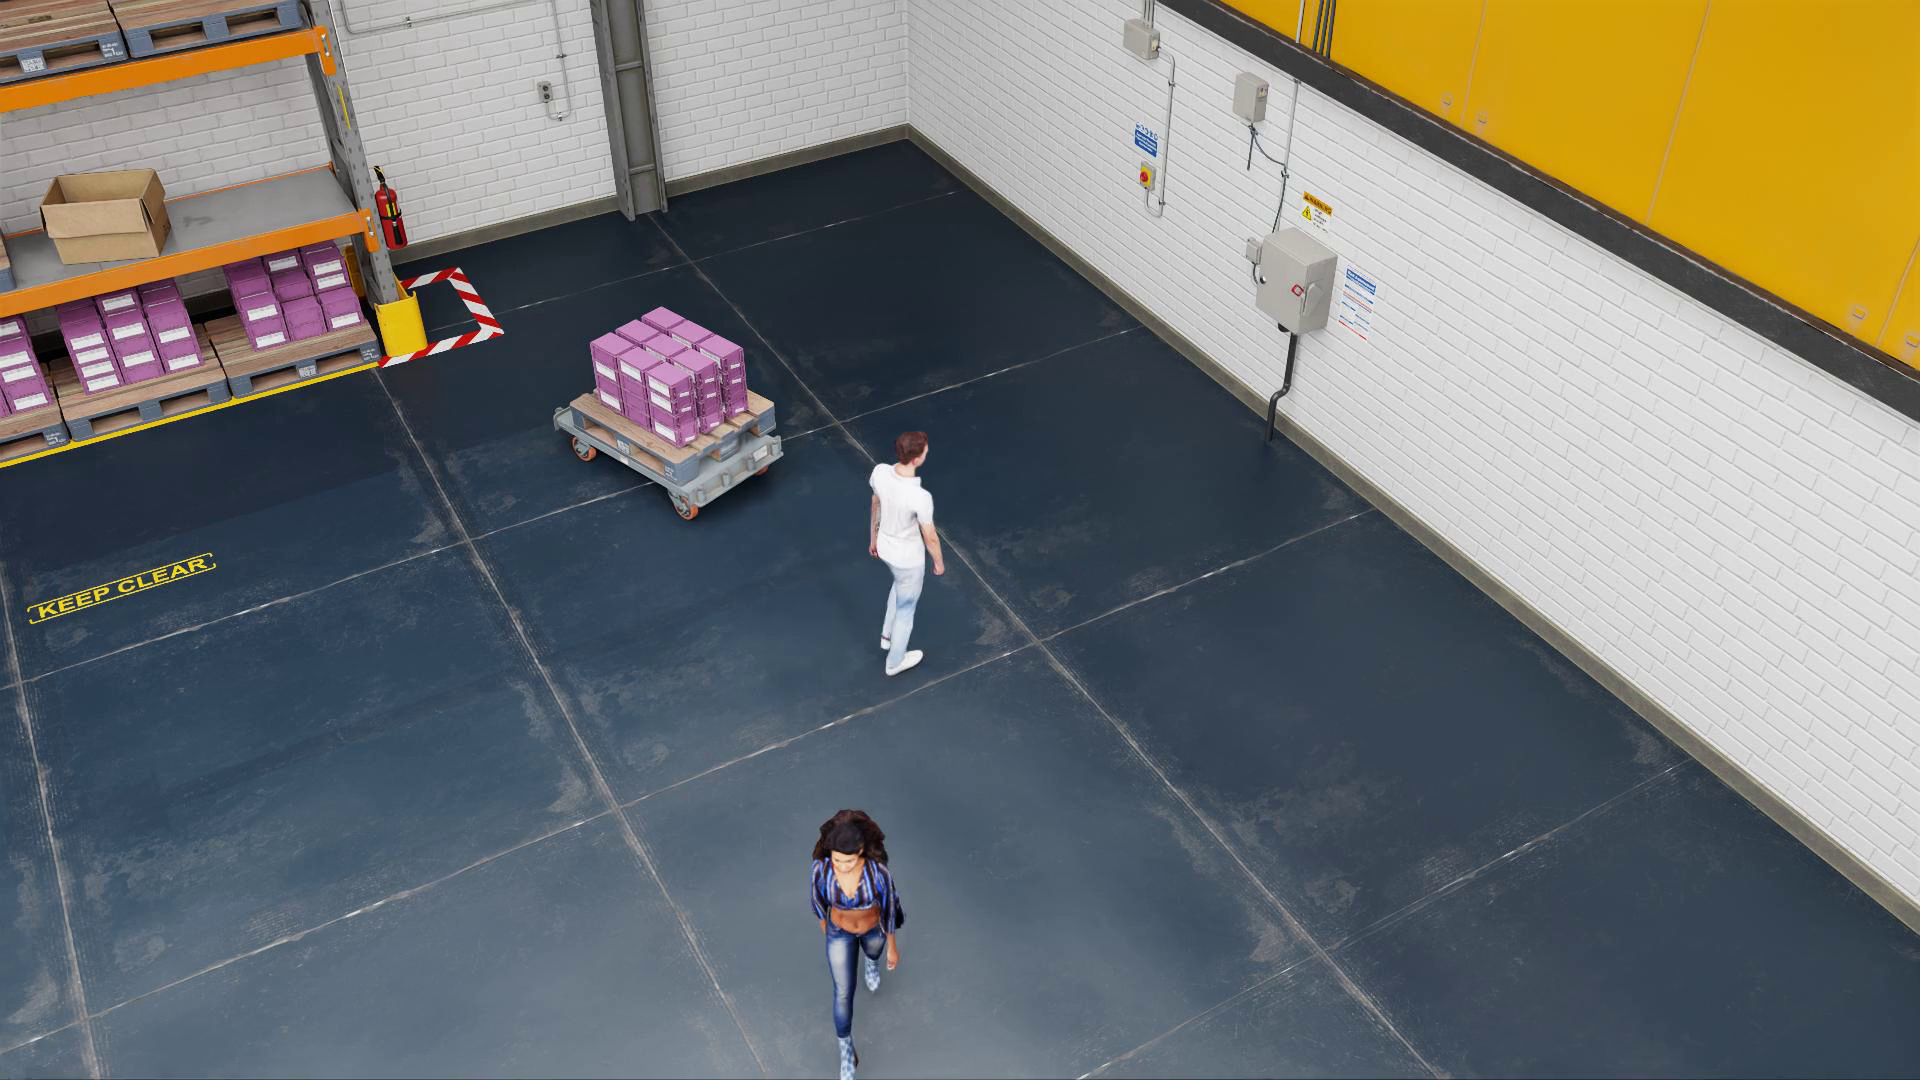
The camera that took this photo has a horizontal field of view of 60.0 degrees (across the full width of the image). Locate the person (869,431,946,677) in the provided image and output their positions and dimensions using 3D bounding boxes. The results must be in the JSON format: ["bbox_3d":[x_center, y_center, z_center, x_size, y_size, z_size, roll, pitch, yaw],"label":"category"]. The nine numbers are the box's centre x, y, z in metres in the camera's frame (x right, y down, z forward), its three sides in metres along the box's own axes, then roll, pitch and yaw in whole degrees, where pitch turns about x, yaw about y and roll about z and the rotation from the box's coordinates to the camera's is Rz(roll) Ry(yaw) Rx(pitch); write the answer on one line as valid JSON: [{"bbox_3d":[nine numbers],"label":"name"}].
[{"bbox_3d":[-0.431,0.139,10.437,0.736,1.835,0.712,31,48,33],"label":"person"}]

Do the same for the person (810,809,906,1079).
[{"bbox_3d":[-0.502,1.910,8.424,1.085,1.579,1.003,-1,39,-1],"label":"person"}]
